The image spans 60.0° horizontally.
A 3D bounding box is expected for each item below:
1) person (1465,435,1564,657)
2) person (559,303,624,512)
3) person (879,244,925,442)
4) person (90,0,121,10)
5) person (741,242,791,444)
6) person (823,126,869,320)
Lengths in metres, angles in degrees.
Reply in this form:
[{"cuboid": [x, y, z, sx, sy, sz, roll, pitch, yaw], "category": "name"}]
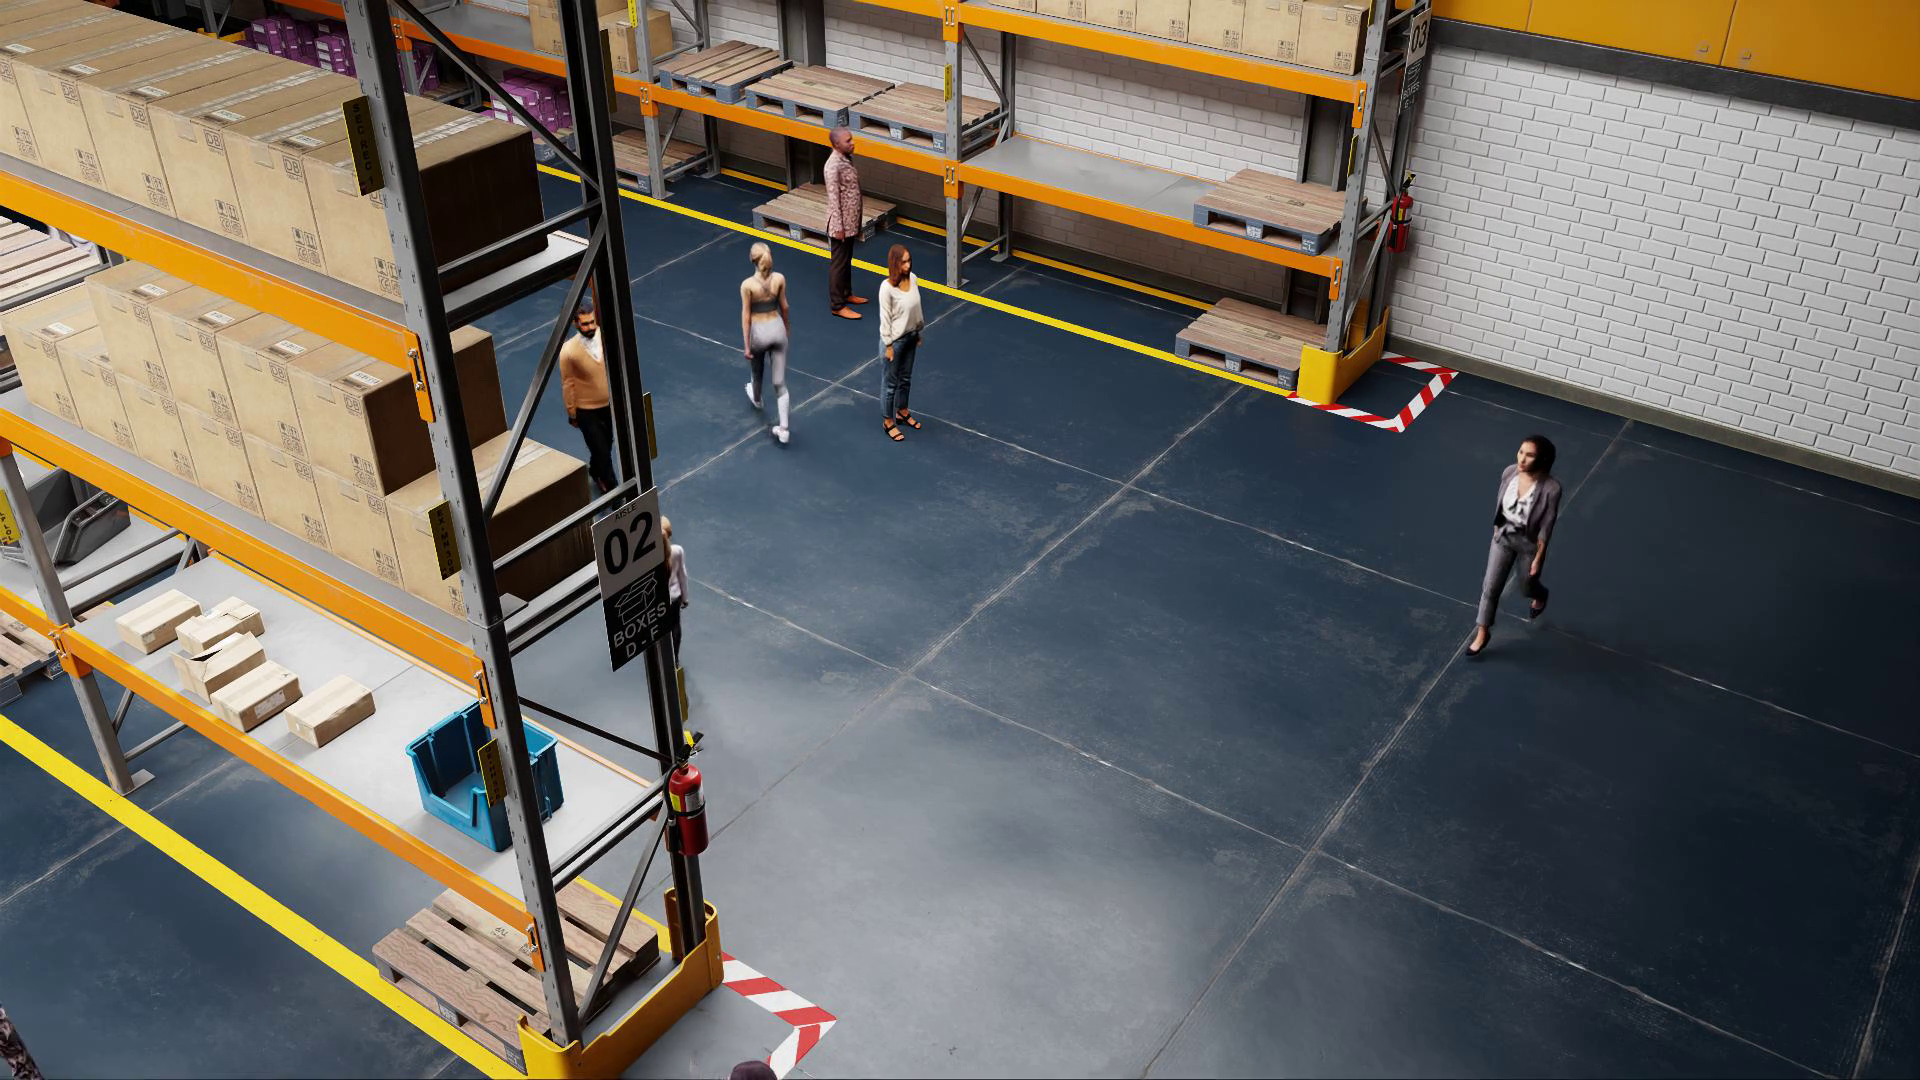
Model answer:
[{"cuboid": [3.822, 0.025, 11.195, 0.829, 1.651, 1.018, -26, 42, -33], "category": "person"}, {"cuboid": [-2.793, -1.032, 12.734, 0.821, 1.708, 1.202, -27, 42, -34], "category": "person"}, {"cuboid": [-0.506, -1.651, 13.687, 0.550, 1.683, 0.619, 24, 40, 31], "category": "person"}, {"cuboid": [-11.523, -7.399, 22.302, 0.827, 1.720, 0.766, -6, 34, -9], "category": "person"}, {"cuboid": [-1.546, -1.587, 13.614, 0.980, 1.657, 1.190, -13, 36, -19], "category": "person"}, {"cuboid": [-1.111, -2.999, 15.603, 0.746, 1.808, 0.763, 6, 34, 9], "category": "person"}]
